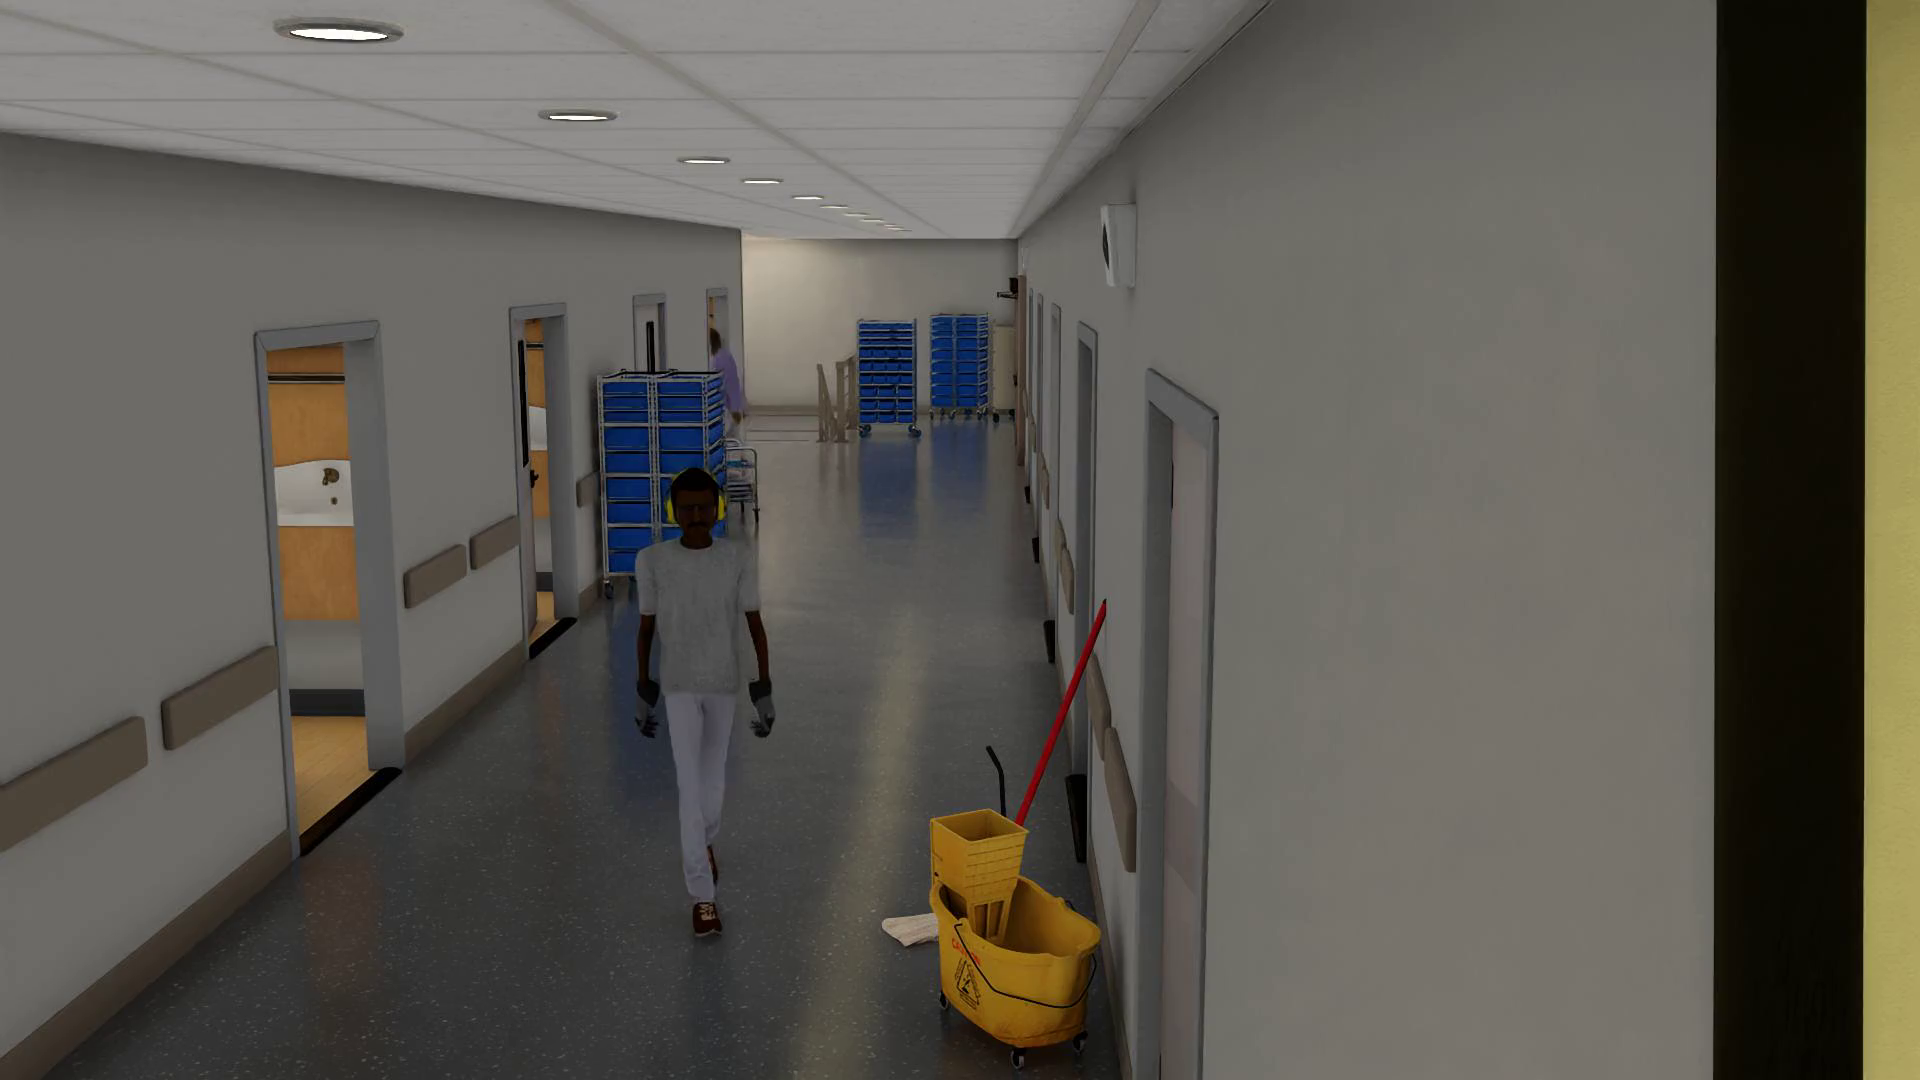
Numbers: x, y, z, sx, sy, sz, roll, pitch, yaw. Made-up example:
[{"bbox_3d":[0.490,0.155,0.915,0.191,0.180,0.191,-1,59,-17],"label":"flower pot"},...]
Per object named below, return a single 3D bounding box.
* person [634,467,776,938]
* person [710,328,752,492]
[{"bbox_3d":[-1.032,0.602,6.726,0.542,1.819,0.973,-3,10,-15],"label":"person"},{"bbox_3d":[-2.751,-1.458,18.882,0.822,1.881,0.686,-2,10,-13],"label":"person"}]
